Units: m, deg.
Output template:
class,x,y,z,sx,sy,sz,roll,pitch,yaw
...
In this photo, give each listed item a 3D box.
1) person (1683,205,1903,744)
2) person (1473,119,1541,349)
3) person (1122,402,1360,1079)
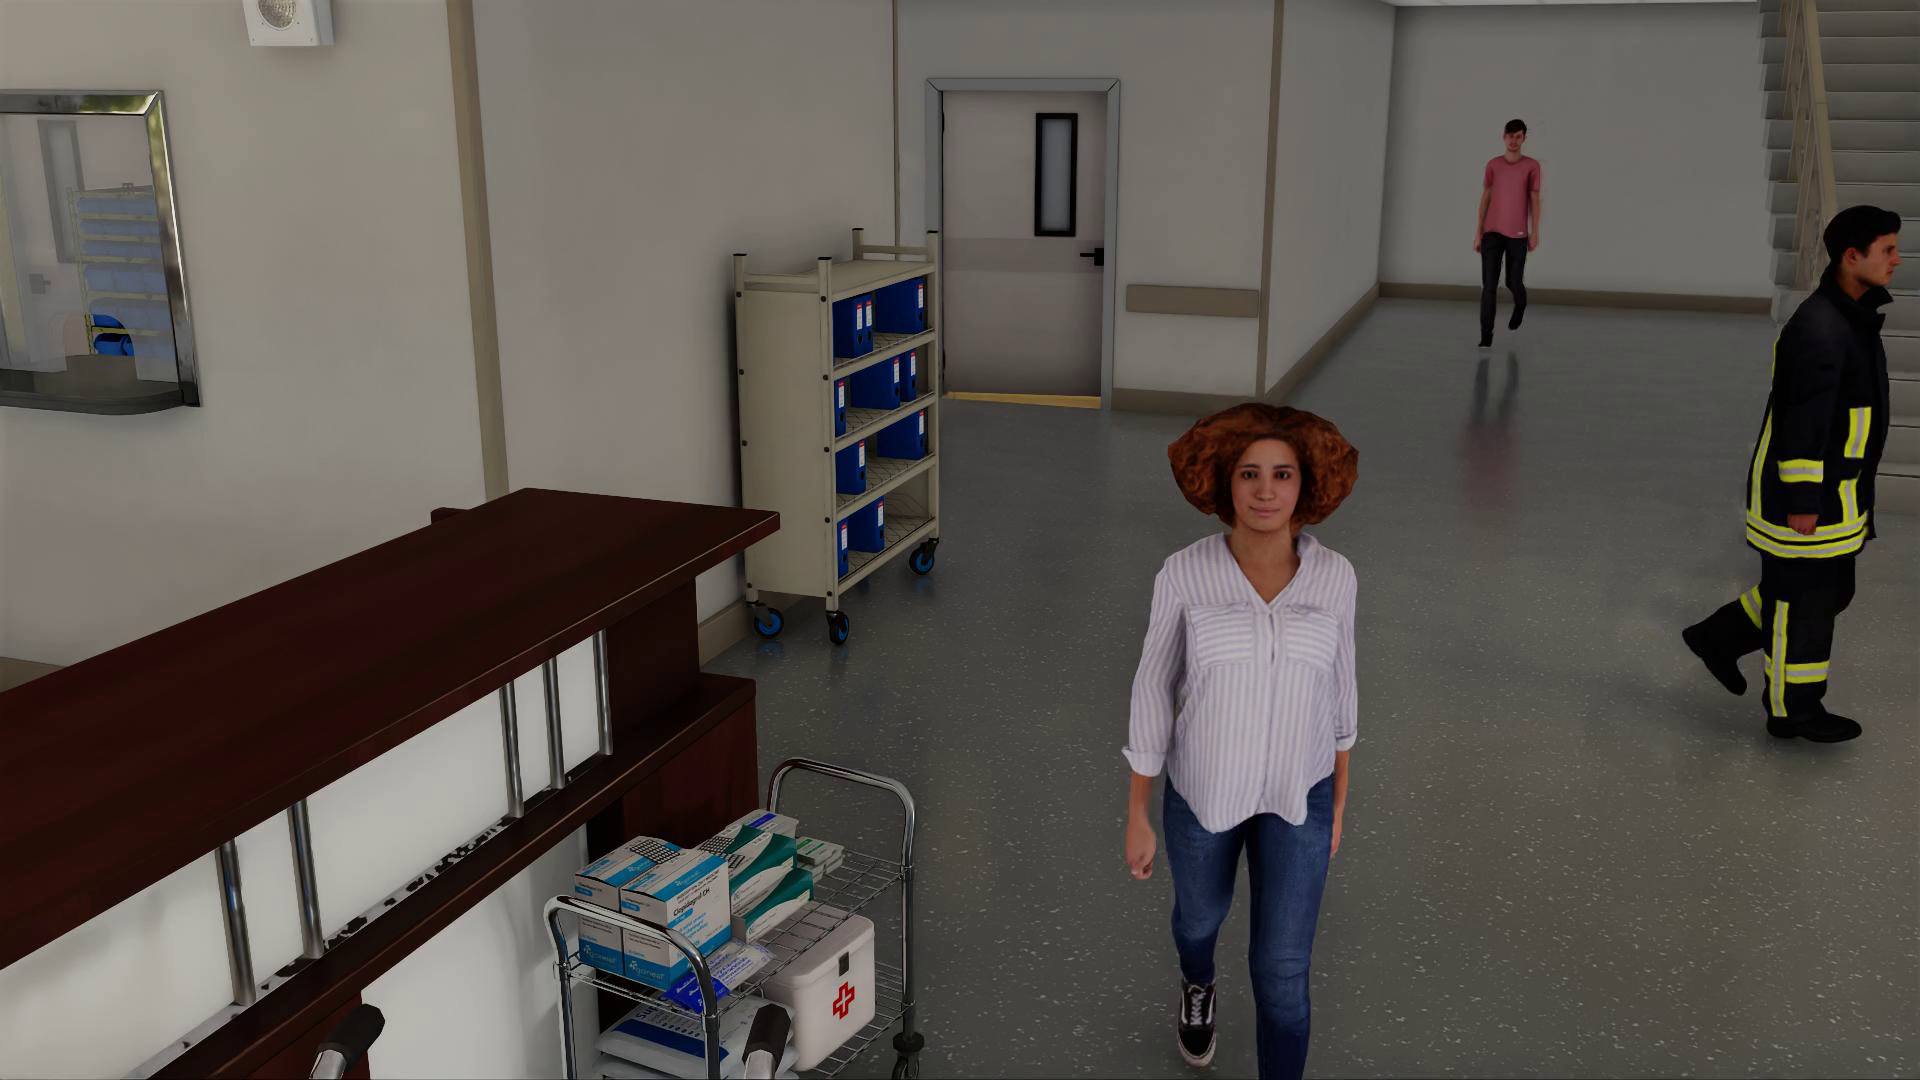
class,x,y,z,sx,sy,sz,roll,pitch,yaw
person,2.957,-0.230,5.916,1.013,1.917,0.973,13,20,38
person,4.767,-2.642,14.440,0.755,1.934,1.074,9,18,29
person,0.622,0.523,3.679,0.838,1.681,1.200,2,16,7
